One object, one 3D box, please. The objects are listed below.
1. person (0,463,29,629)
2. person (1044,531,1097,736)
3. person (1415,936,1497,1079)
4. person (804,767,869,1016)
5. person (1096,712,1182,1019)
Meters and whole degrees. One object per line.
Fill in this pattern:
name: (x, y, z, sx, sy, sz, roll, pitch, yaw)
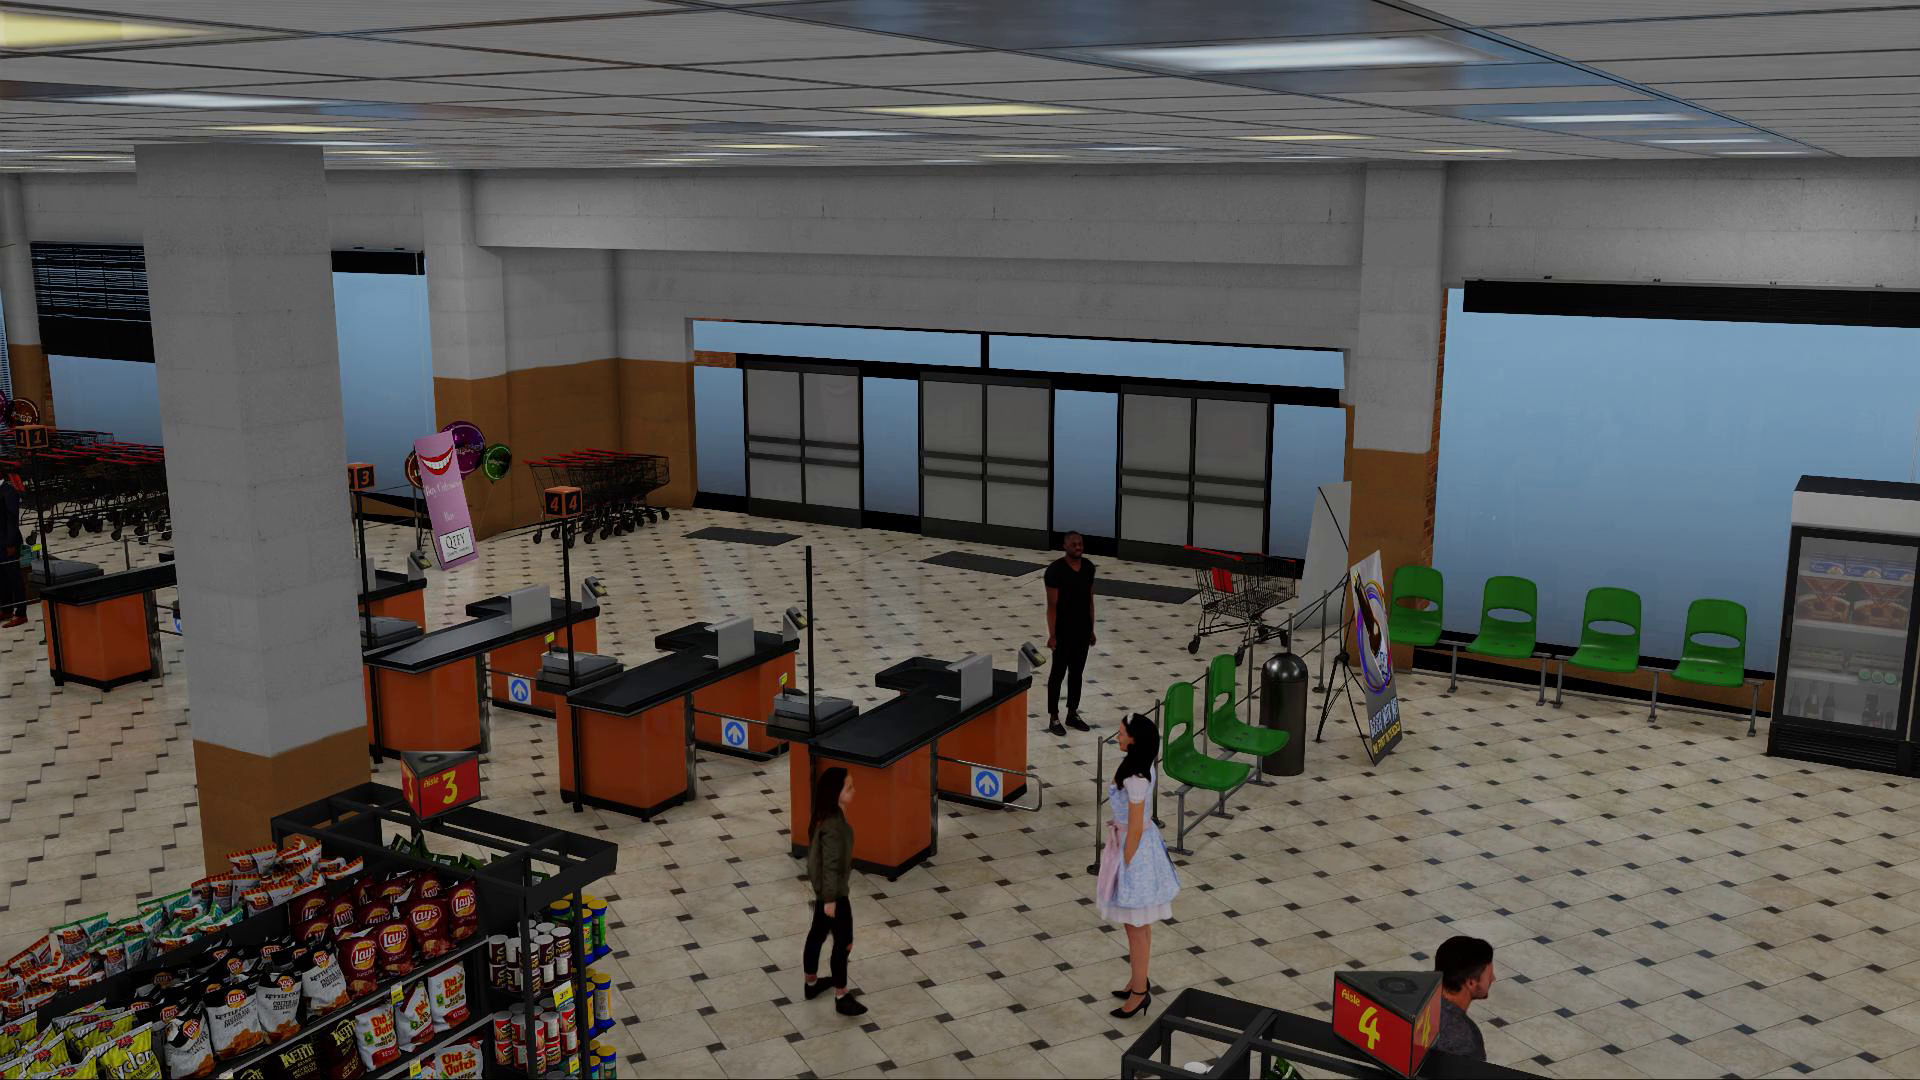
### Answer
person: (-10.581, 0.026, 18.401, 0.700, 1.824, 0.615, 8, 14, 34)
person: (0.976, 0.804, 14.720, 0.679, 1.819, 0.804, -7, 14, -29)
person: (1.837, 2.490, 6.666, 1.208, 1.837, 1.206, -2, 12, -8)
person: (-0.783, 2.031, 9.746, 0.816, 1.467, 0.726, -3, 12, -13)
person: (1.010, 1.875, 9.636, 0.864, 1.818, 0.780, 2, 12, 10)
